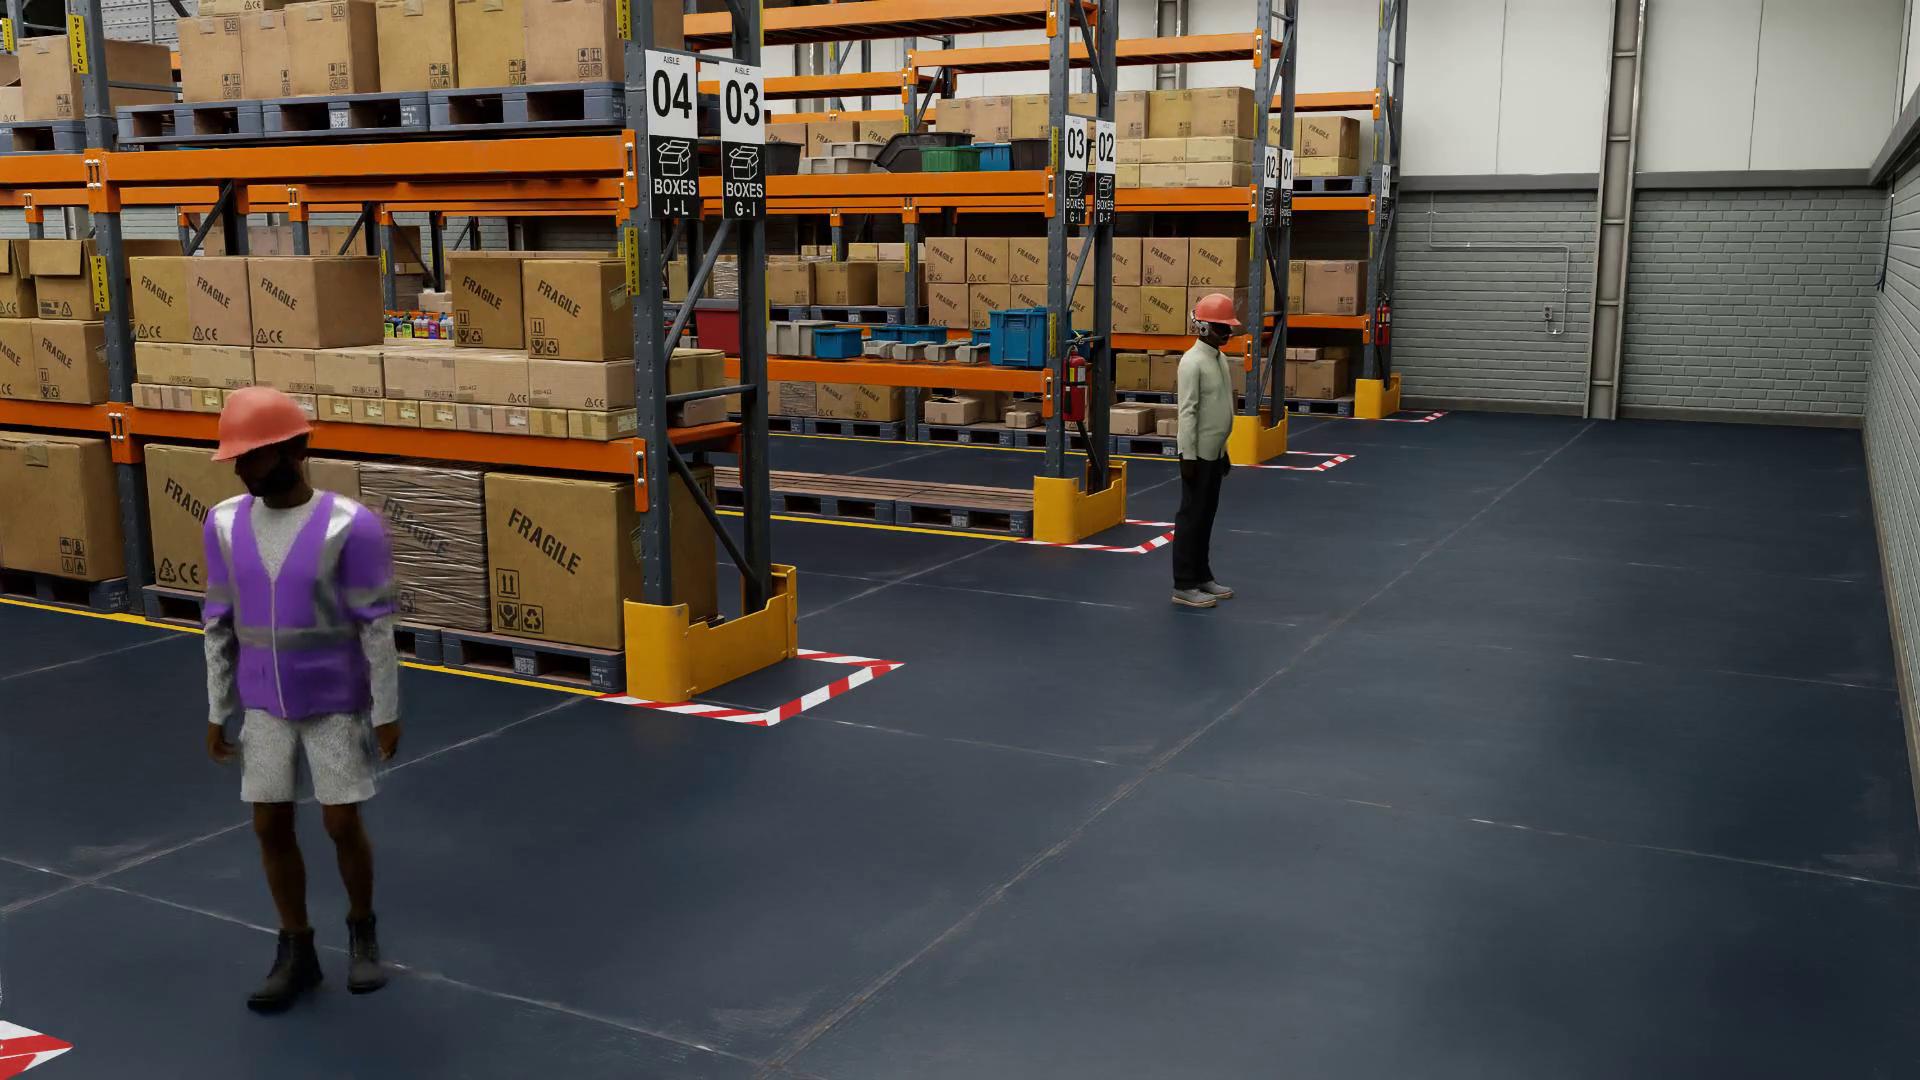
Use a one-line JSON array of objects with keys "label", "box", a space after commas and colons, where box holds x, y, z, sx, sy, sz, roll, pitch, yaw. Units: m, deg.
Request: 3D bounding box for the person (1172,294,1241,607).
[{"label": "person", "box": [1.575, -0.569, 10.604, 0.401, 1.986, 0.612, 5, 12, 27]}]

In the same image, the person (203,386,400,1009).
[{"label": "person", "box": [-2.004, 0.483, 5.080, 0.573, 1.921, 0.453, 1, 10, 6]}]

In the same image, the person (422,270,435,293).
[{"label": "person", "box": [-7.714, -3.027, 24.337, 0.720, 1.867, 0.585, 6, 12, 31]}]

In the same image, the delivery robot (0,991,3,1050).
[{"label": "delivery robot", "box": [-2.842, 1.270, 4.217, 0.707, 0.478, 0.477, -5, 11, -23]}]
